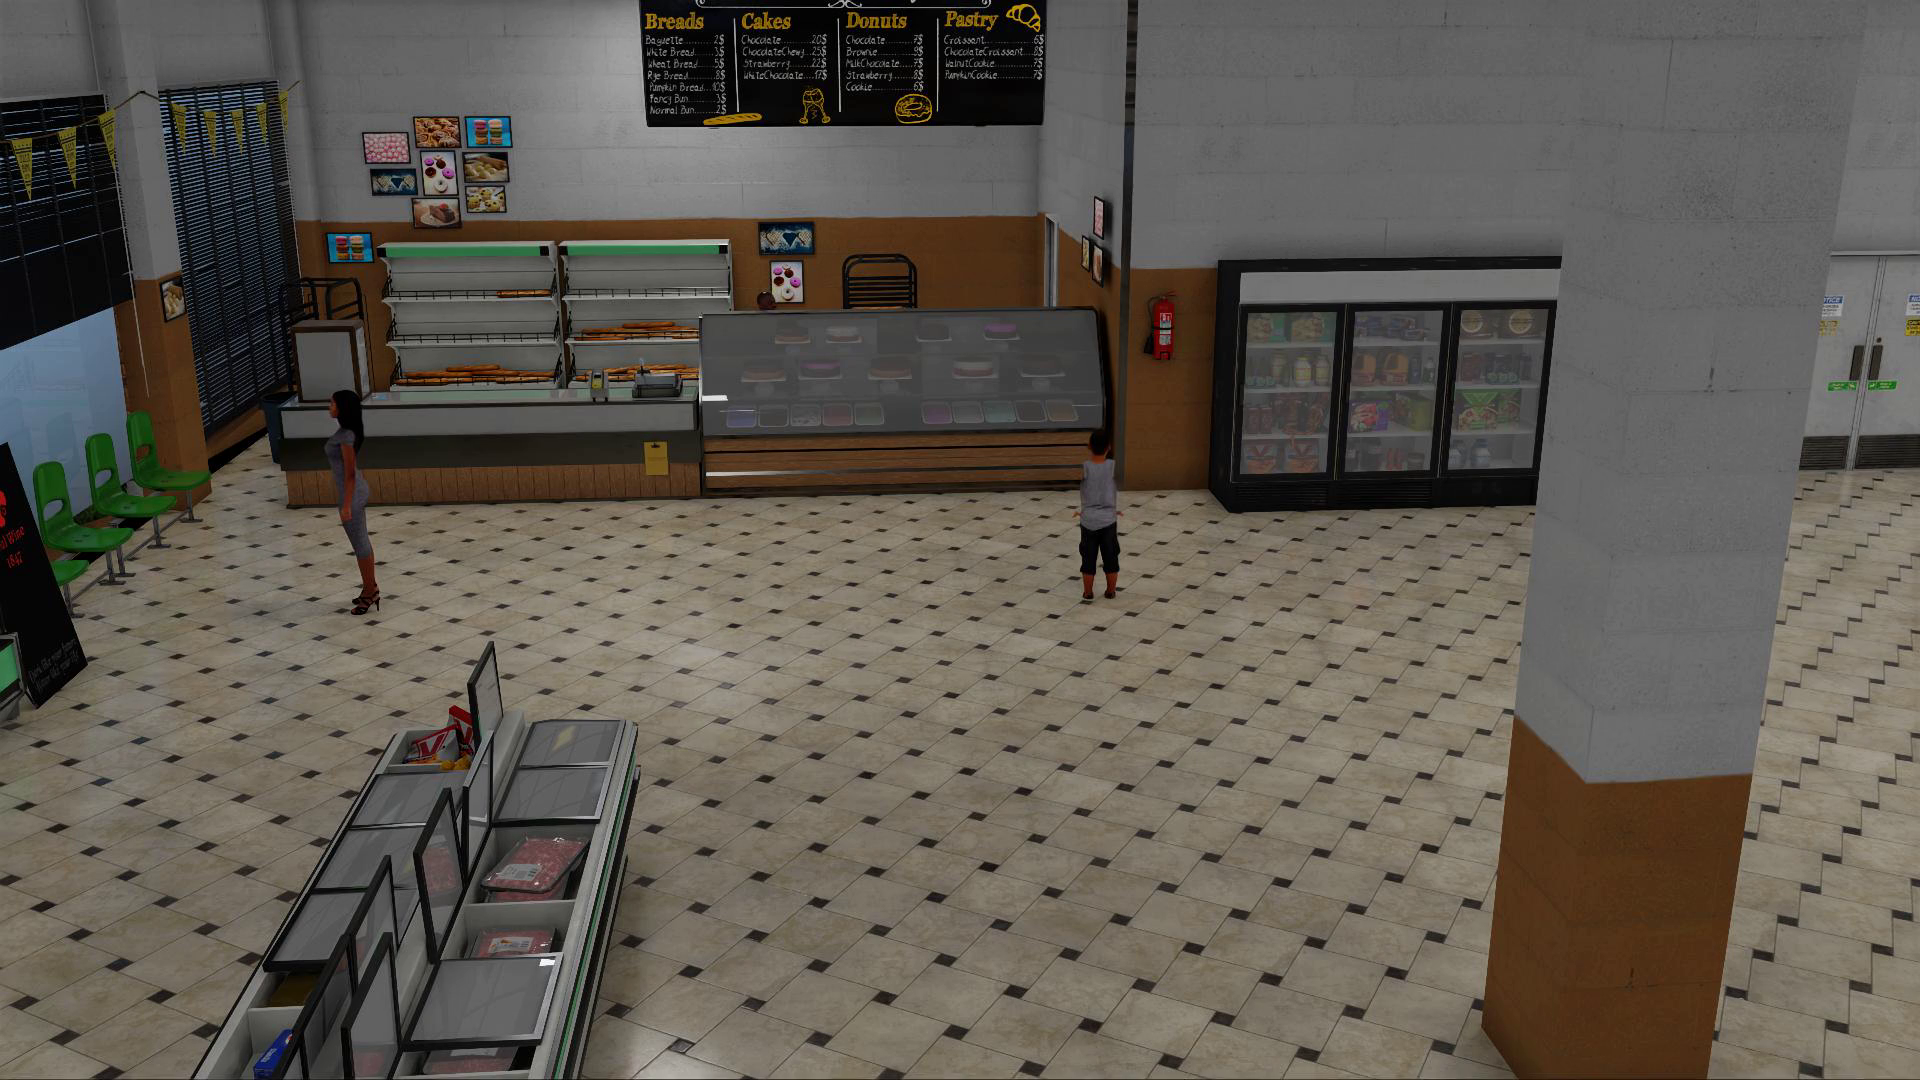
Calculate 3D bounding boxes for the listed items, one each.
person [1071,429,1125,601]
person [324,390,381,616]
[{"bbox_3d":[1.122,-0.239,13.382,0.584,1.456,0.509,0,17,-1],"label":"person"},{"bbox_3d":[-4.745,-0.304,13.035,0.669,1.781,0.494,-4,17,-12],"label":"person"}]
